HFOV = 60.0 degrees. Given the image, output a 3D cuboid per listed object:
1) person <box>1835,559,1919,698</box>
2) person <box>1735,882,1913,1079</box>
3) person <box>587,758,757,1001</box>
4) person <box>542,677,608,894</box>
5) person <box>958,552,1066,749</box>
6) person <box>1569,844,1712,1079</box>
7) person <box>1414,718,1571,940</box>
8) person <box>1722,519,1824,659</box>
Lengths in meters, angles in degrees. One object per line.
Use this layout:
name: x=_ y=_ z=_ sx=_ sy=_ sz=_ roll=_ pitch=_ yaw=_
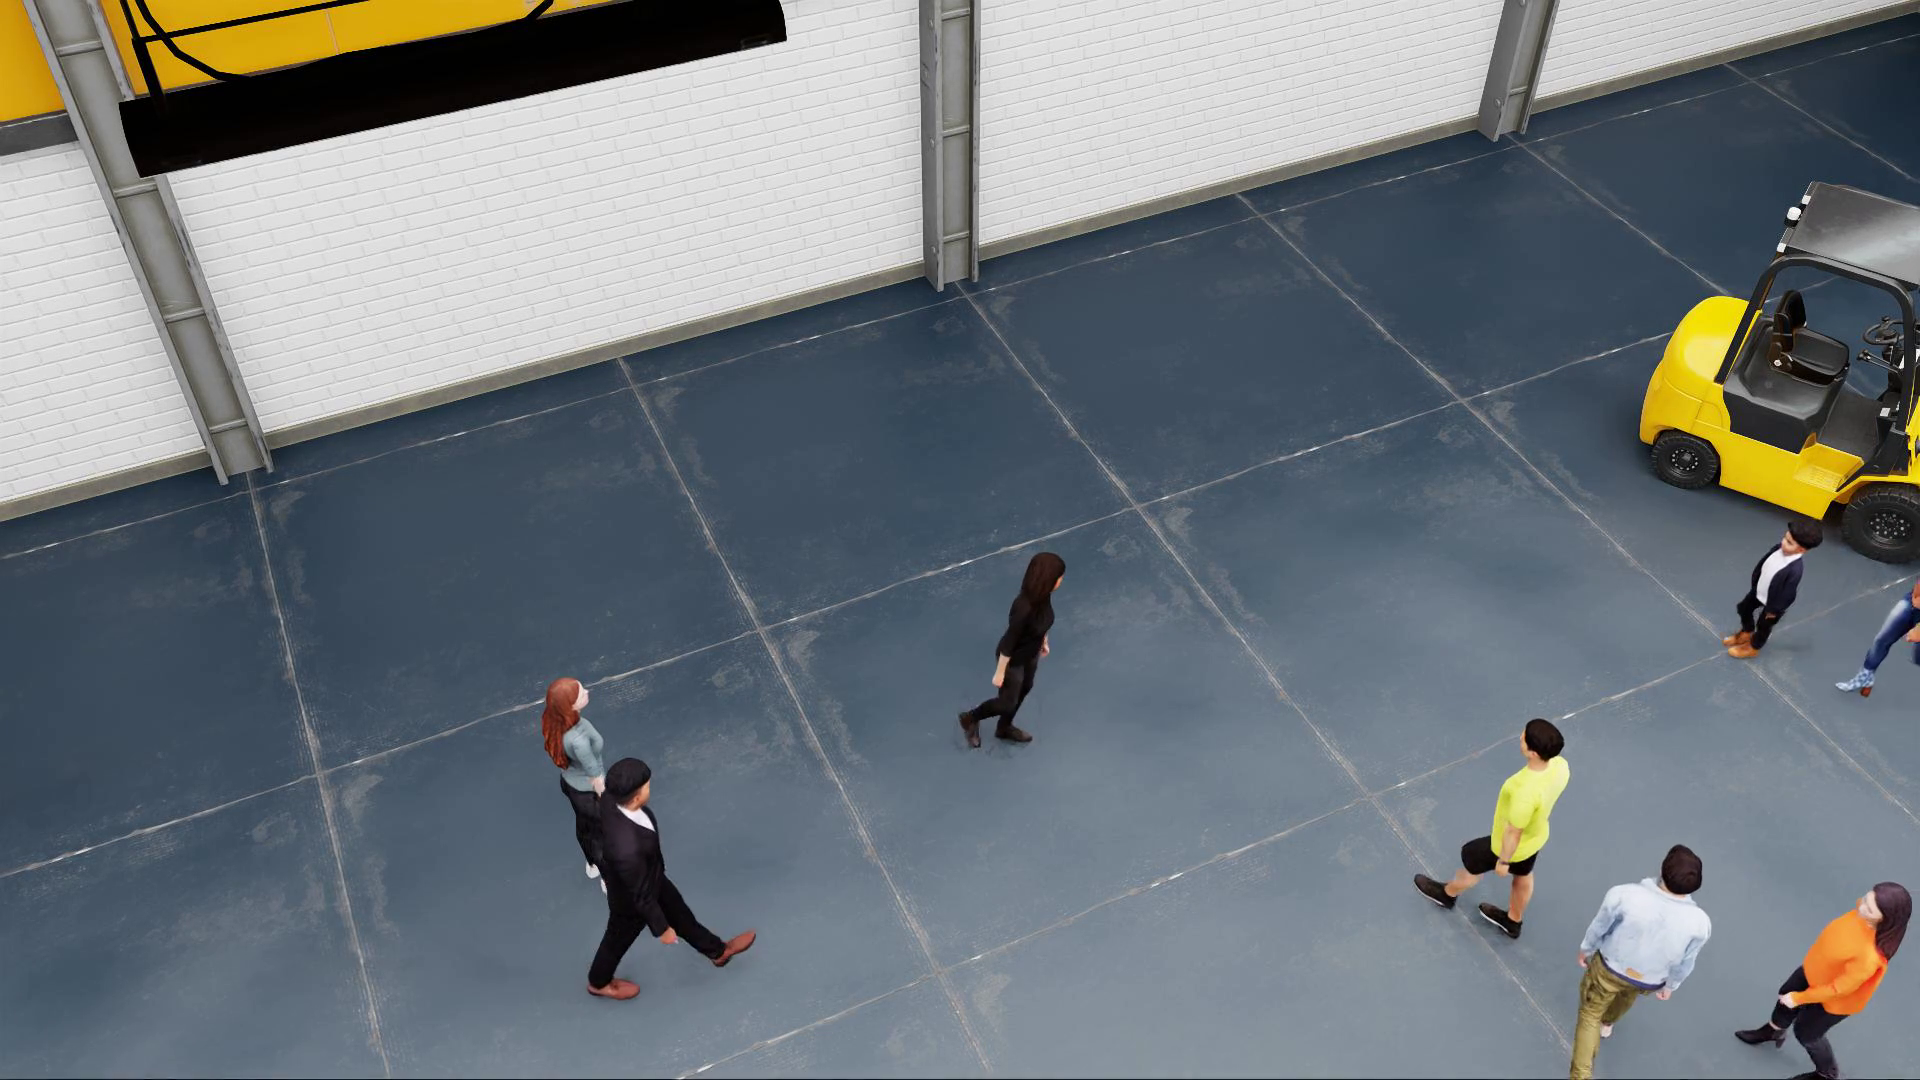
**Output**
person: x=6.202 y=0.480 z=10.563 sx=1.067 sy=1.601 sz=0.909 roll=5 pitch=44 yaw=5
person: x=4.549 y=2.324 z=8.535 sx=0.936 sy=1.729 sz=0.876 roll=18 pitch=46 yaw=18
person: x=-1.846 y=1.890 z=8.926 sx=1.308 sy=1.816 sz=0.991 roll=-5 pitch=44 yaw=-6
person: x=-2.134 y=1.402 z=9.492 sx=0.602 sy=1.743 sz=0.617 roll=-27 pitch=50 yaw=-26
person: x=0.324 y=0.715 z=10.313 sx=0.925 sy=1.606 sz=0.881 roll=27 pitch=50 yaw=26
person: x=3.442 y=2.255 z=8.572 sx=1.162 sy=1.778 sz=1.218 roll=14 pitch=45 yaw=14
person: x=3.176 y=1.669 z=9.253 sx=0.926 sy=1.686 sz=0.894 roll=-34 pitch=53 yaw=-31
person: x=5.433 y=0.331 z=10.995 sx=0.583 sy=1.221 sz=0.572 roll=-1 pitch=44 yaw=-1
